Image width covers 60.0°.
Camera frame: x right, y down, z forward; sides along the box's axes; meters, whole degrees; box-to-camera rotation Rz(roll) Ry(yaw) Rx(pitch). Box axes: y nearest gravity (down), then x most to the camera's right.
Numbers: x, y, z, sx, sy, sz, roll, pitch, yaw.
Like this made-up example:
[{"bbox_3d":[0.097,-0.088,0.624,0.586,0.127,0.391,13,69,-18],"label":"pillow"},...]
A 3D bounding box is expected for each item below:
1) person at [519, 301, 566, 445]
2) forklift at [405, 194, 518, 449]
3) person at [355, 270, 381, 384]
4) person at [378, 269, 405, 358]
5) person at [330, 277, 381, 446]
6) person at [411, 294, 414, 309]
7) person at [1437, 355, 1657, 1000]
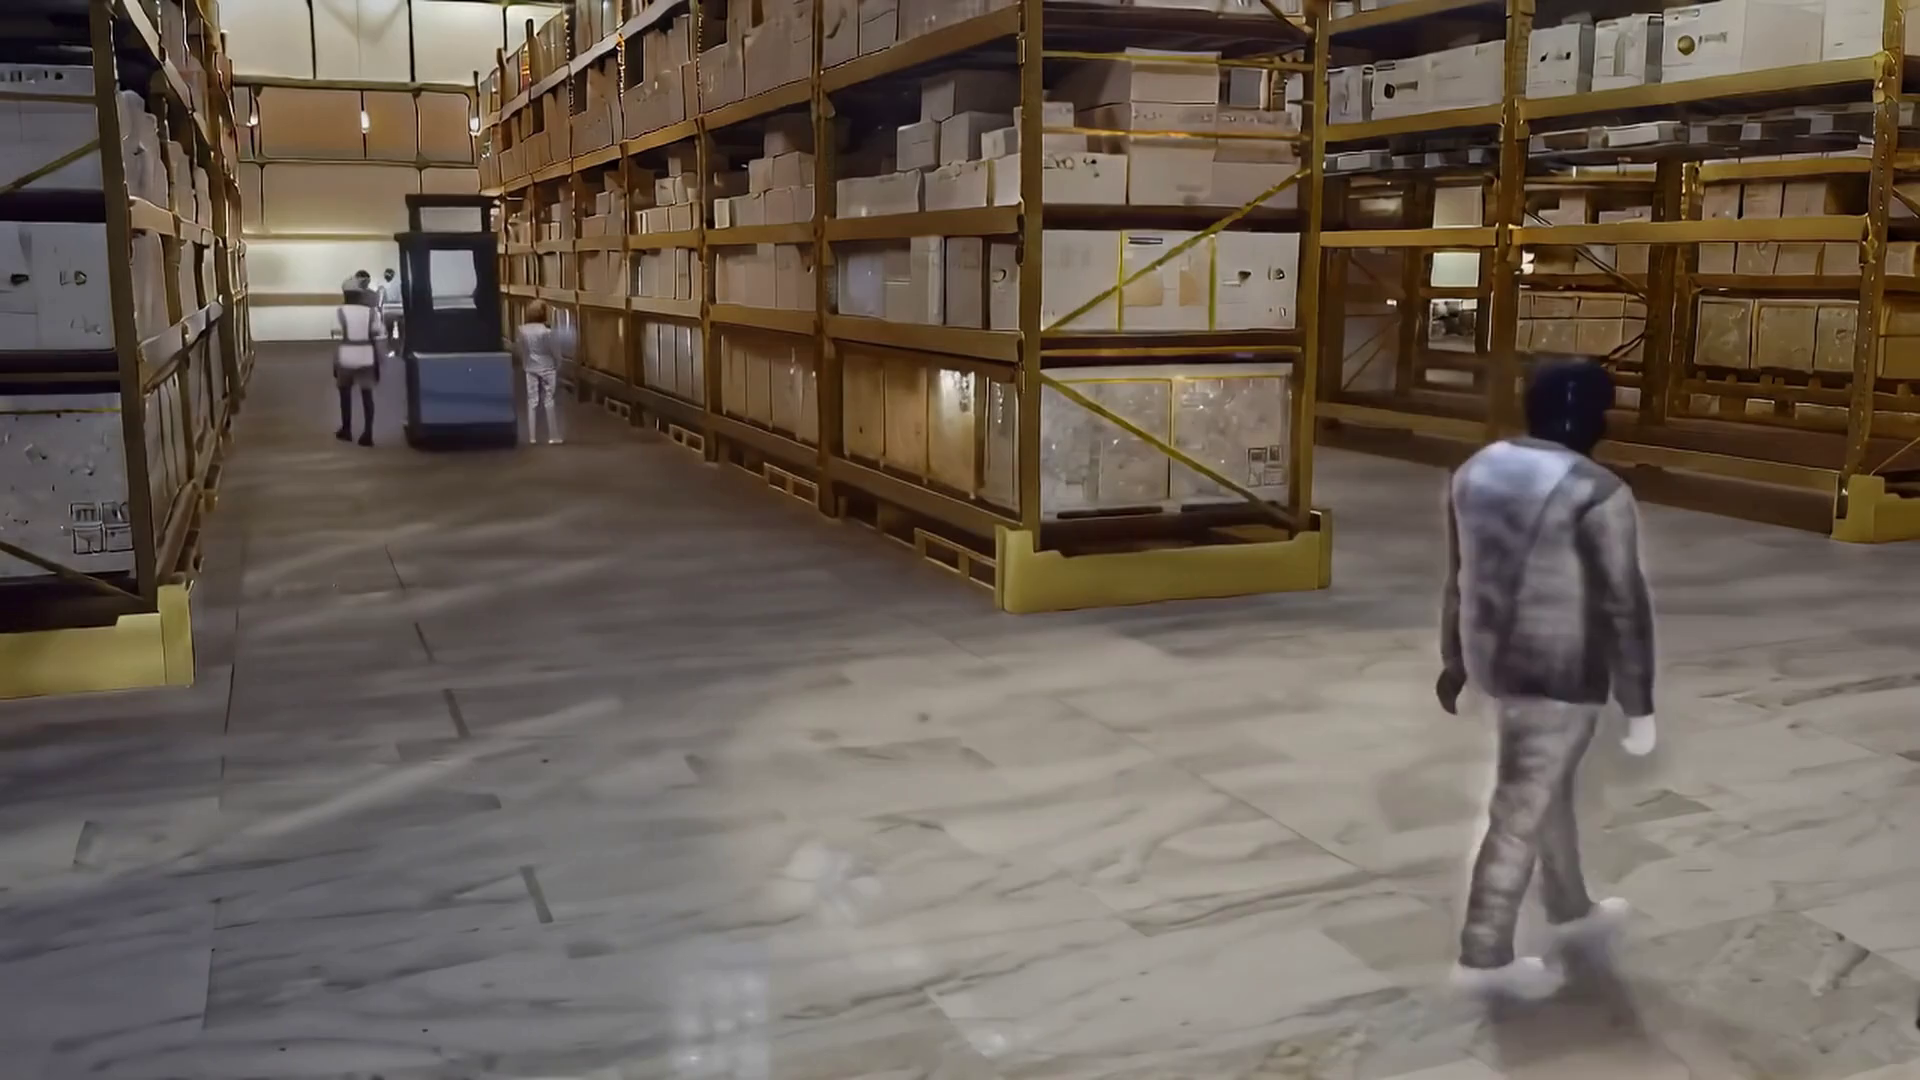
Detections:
[{"bbox_3d":[-4.749,-1.886,18.870,0.510,1.640,0.308,3,10,18],"label":"person"},{"bbox_3d":[-5.712,-2.501,18.843,1.129,2.768,1.873,-4,10,-22],"label":"forklift"},{"bbox_3d":[-10.116,-3.613,28.330,0.544,1.937,0.358,8,13,41],"label":"person"},{"bbox_3d":[-12.287,-4.894,35.995,0.604,1.938,0.402,-9,13,-43],"label":"person"},{"bbox_3d":[-6.926,-2.045,19.032,0.576,1.896,0.915,-6,11,-34],"label":"person"},{"bbox_3d":[-11.543,-4.747,35.772,0.542,1.722,0.923,8,13,41],"label":"person"},{"bbox_3d":[1.761,0.386,4.736,0.859,1.811,0.658,-4,10,-21],"label":"person"}]
